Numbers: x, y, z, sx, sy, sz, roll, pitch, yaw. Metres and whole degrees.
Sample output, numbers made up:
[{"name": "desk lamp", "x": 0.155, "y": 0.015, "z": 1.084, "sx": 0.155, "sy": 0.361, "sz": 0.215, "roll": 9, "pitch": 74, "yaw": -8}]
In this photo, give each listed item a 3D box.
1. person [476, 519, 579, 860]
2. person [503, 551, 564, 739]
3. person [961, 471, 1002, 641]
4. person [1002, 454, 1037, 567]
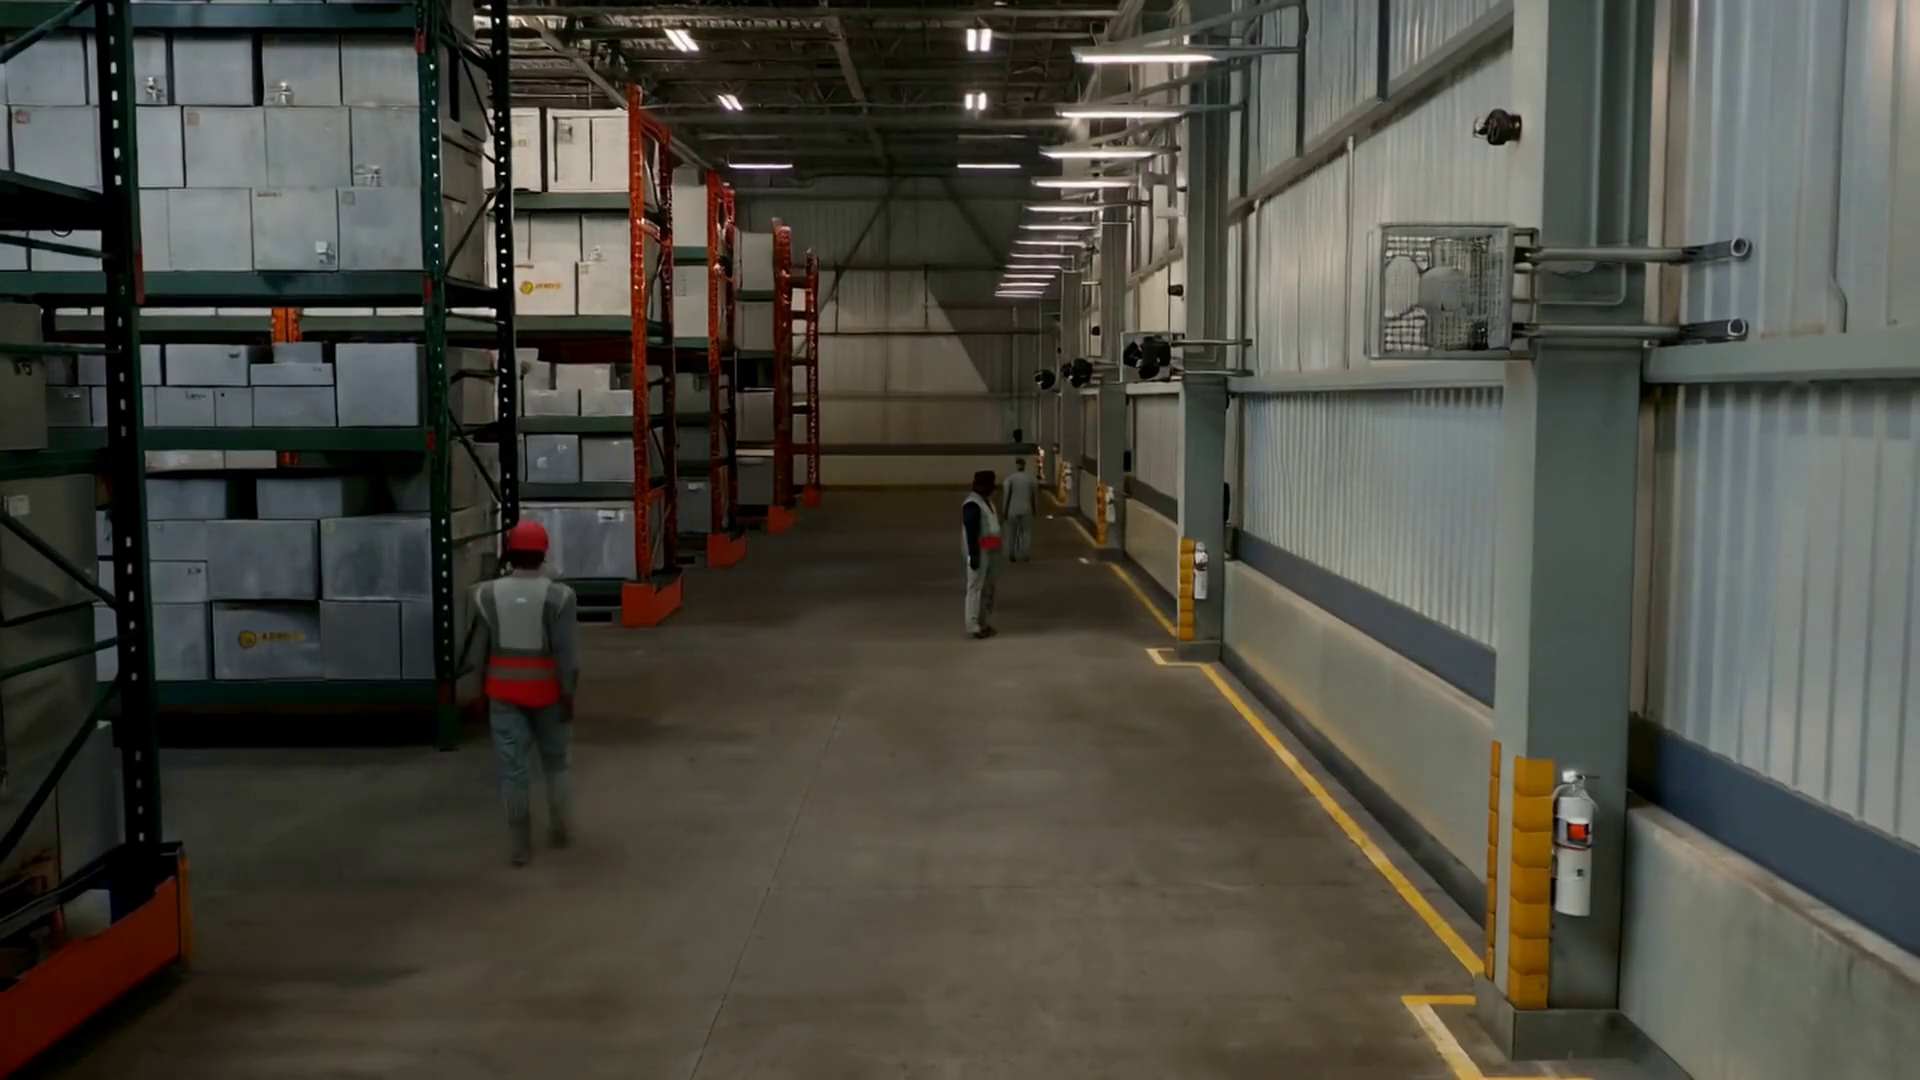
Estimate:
[{"name": "person", "x": -2.473, "y": 0.842, "z": 9.585, "sx": 0.618, "sy": 1.927, "sz": 0.634, "roll": 0, "pitch": 5, "yaw": 0}, {"name": "person", "x": -3.217, "y": 0.735, "z": 12.555, "sx": 0.525, "sy": 1.632, "sz": 0.314, "roll": -4, "pitch": 7, "yaw": -42}, {"name": "person", "x": 0.238, "y": 0.167, "z": 18.001, "sx": 0.430, "sy": 1.835, "sz": 0.624, "roll": 1, "pitch": 5, "yaw": 17}, {"name": "person", "x": 0.916, "y": -0.458, "z": 25.772, "sx": 0.561, "sy": 1.745, "sz": 0.339, "roll": -1, "pitch": 5, "yaw": -14}]
